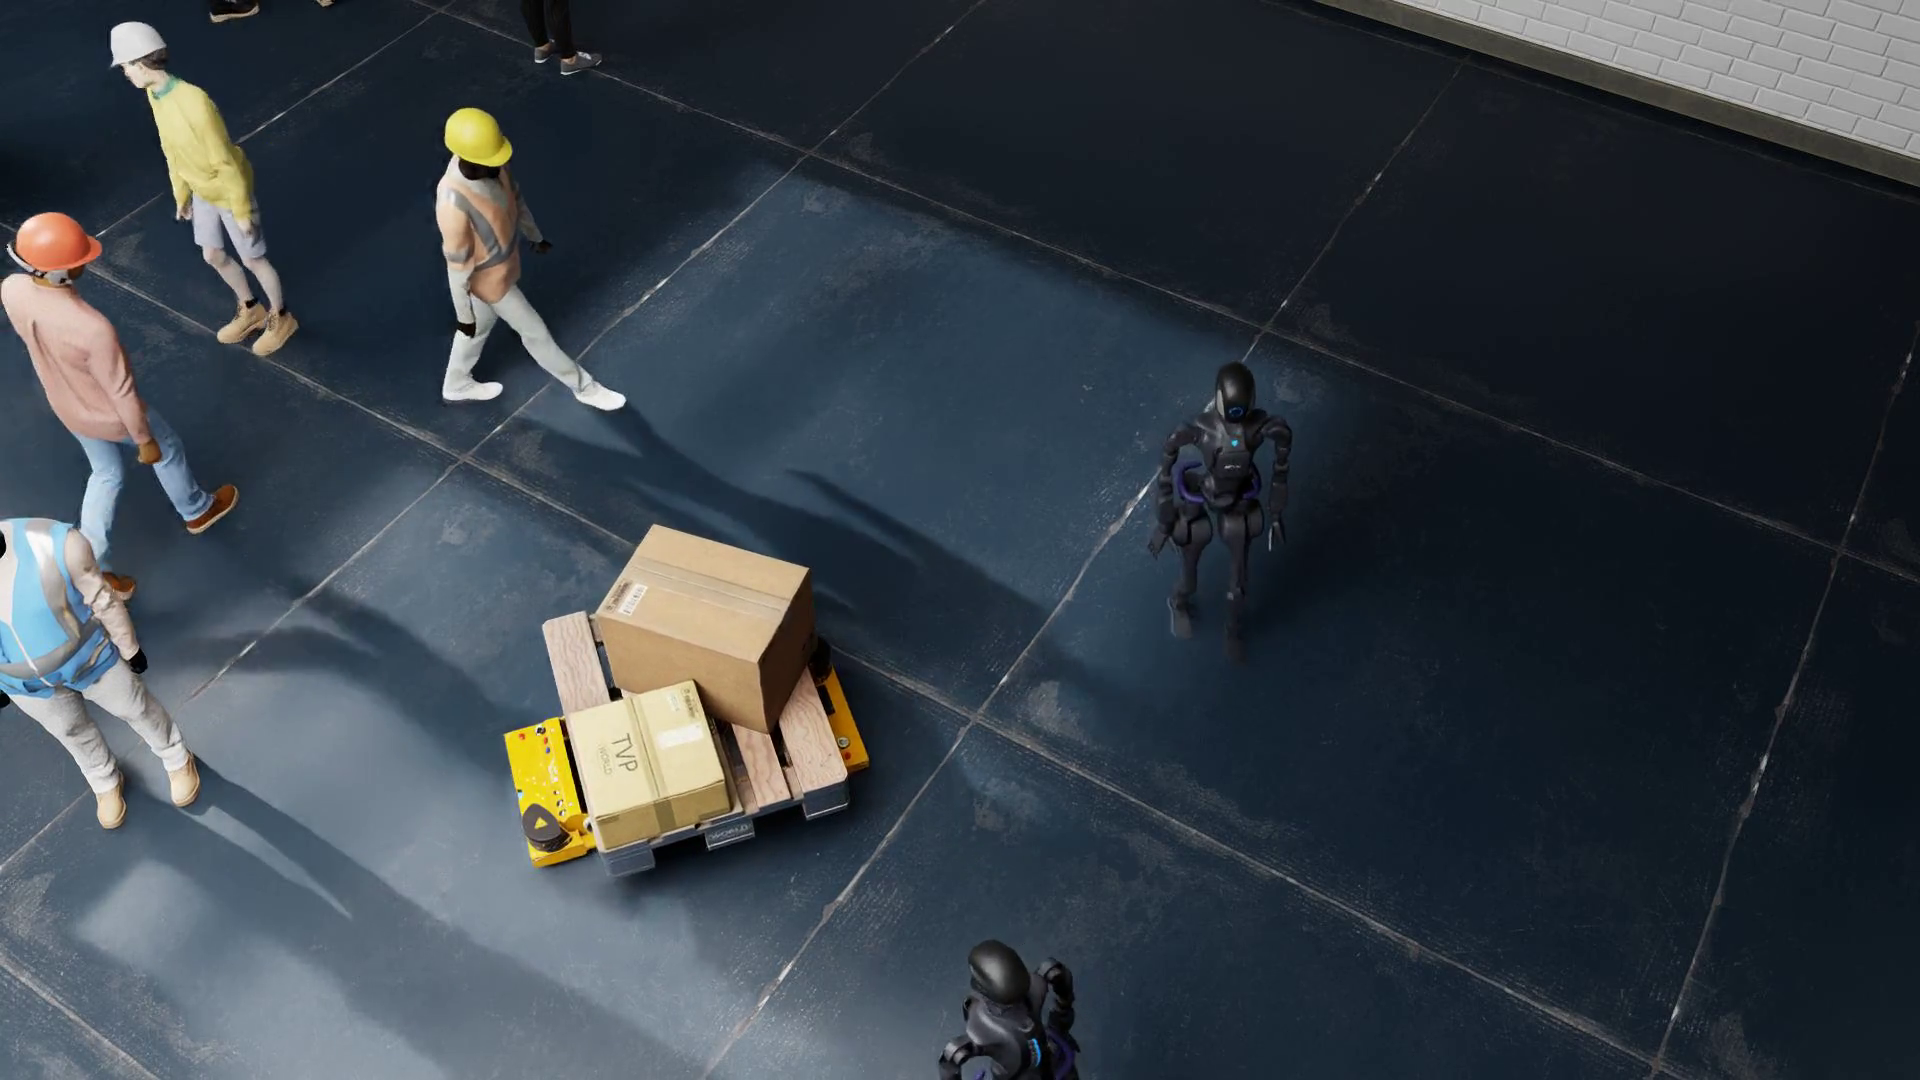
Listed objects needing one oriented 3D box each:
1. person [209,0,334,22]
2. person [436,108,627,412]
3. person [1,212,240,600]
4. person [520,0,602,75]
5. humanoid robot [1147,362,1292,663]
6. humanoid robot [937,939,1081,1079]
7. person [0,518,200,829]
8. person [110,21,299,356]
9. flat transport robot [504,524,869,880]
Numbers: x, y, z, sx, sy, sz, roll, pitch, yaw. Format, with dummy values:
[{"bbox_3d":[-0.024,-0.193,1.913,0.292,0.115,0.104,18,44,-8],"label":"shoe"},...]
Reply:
[{"bbox_3d":[-4.505,-4.150,10.351,0.974,1.910,0.613,-19,52,-16],"label":"person"},{"bbox_3d":[-2.207,-1.304,7.898,0.964,1.864,0.660,0,49,0],"label":"person"},{"bbox_3d":[-3.757,-0.539,7.184,0.626,1.941,0.885,20,52,17],"label":"person"},{"bbox_3d":[-2.554,-3.654,10.021,0.753,1.754,0.444,33,57,26],"label":"person"},{"bbox_3d":[1.091,-0.120,6.995,0.590,1.658,0.404,-5,49,-4],"label":"humanoid robot"},{"bbox_3d":[0.176,1.741,5.362,0.586,1.634,0.476,-34,57,-26],"label":"humanoid robot"},{"bbox_3d":[-3.461,0.467,6.372,0.628,1.837,0.429,-15,50,-12],"label":"person"},{"bbox_3d":[-3.679,-1.719,8.278,0.514,1.849,0.403,25,53,20],"label":"person"},{"bbox_3d":[-1.165,0.870,7.055,1.431,0.231,0.659,-15,51,-13],"label":"flat transport robot"}]
